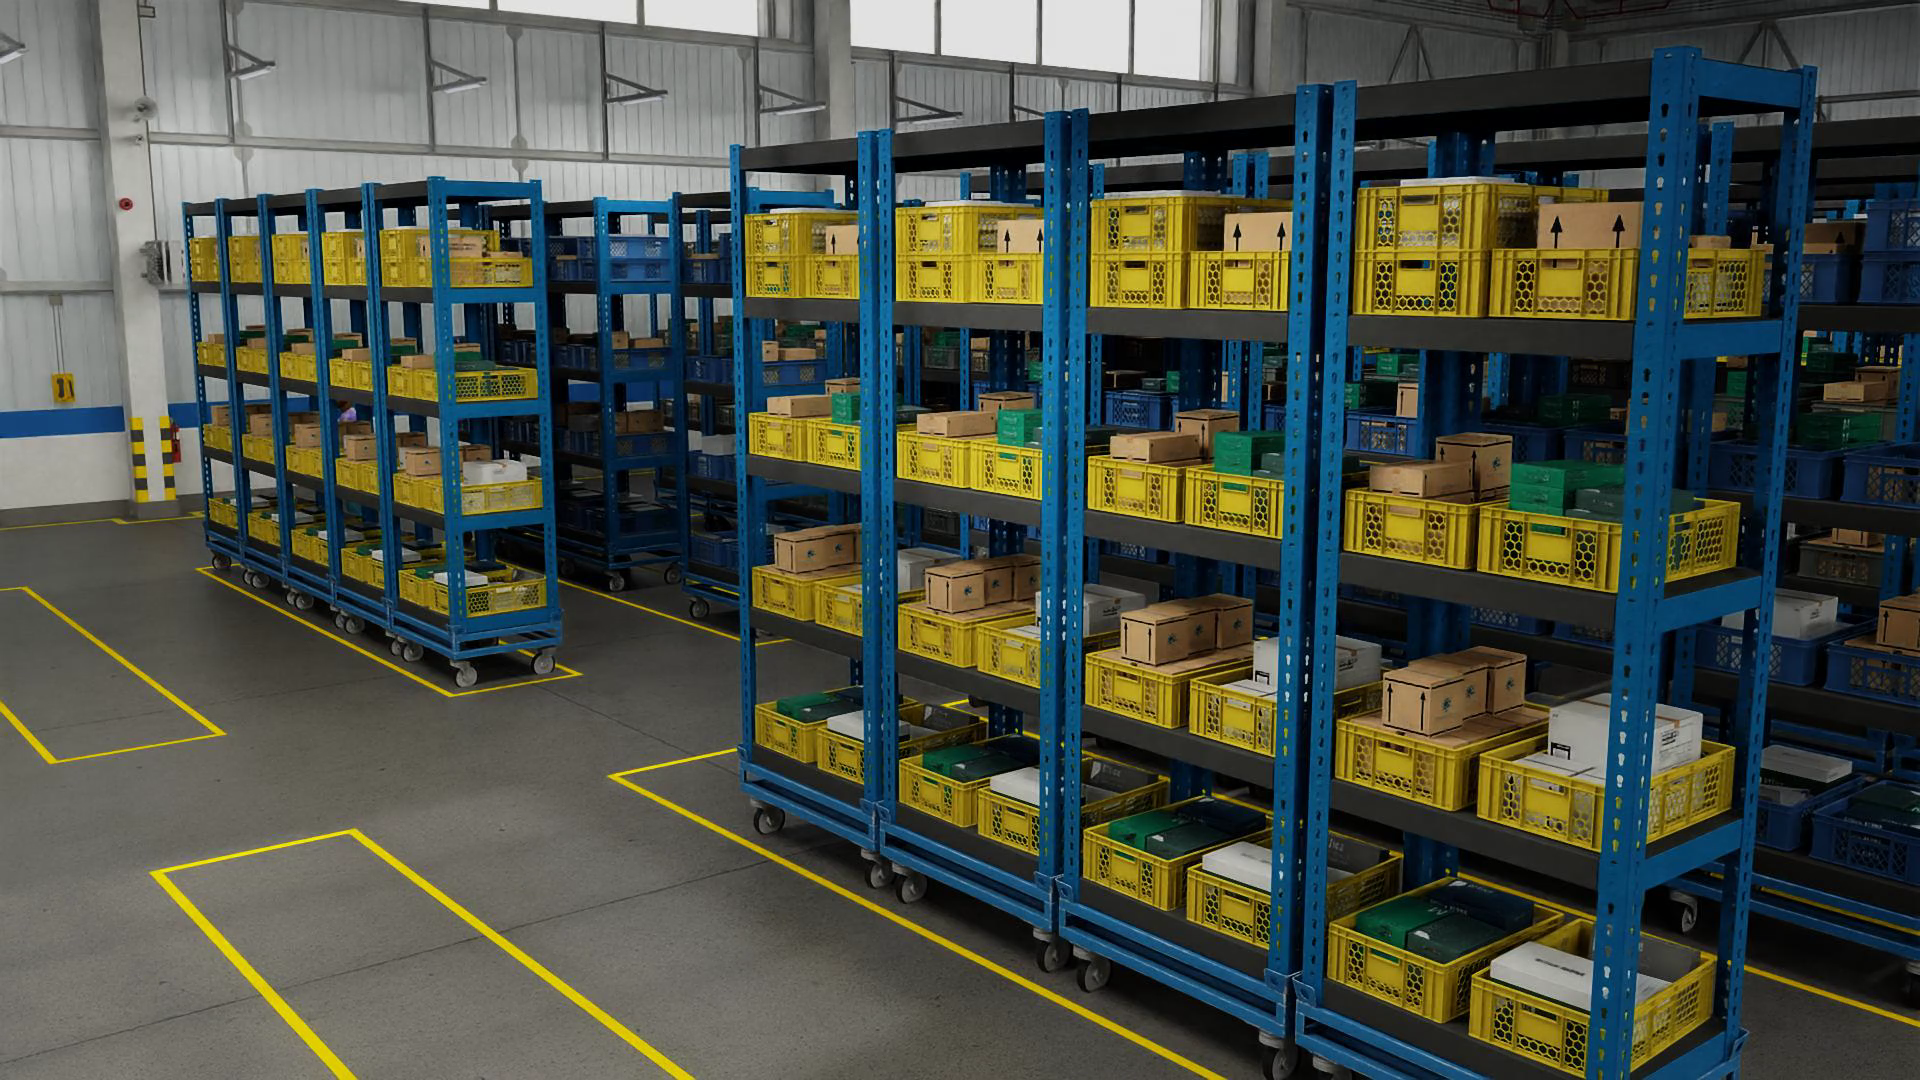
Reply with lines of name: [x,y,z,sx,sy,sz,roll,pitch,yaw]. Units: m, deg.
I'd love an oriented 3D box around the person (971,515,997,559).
person: [0.293,-0.042,12.989,0.599,1.830,0.404,-3,10,-19]

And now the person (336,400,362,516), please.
person: [-6.136,-0.678,16.825,0.390,1.837,0.560,-3,10,-17]
